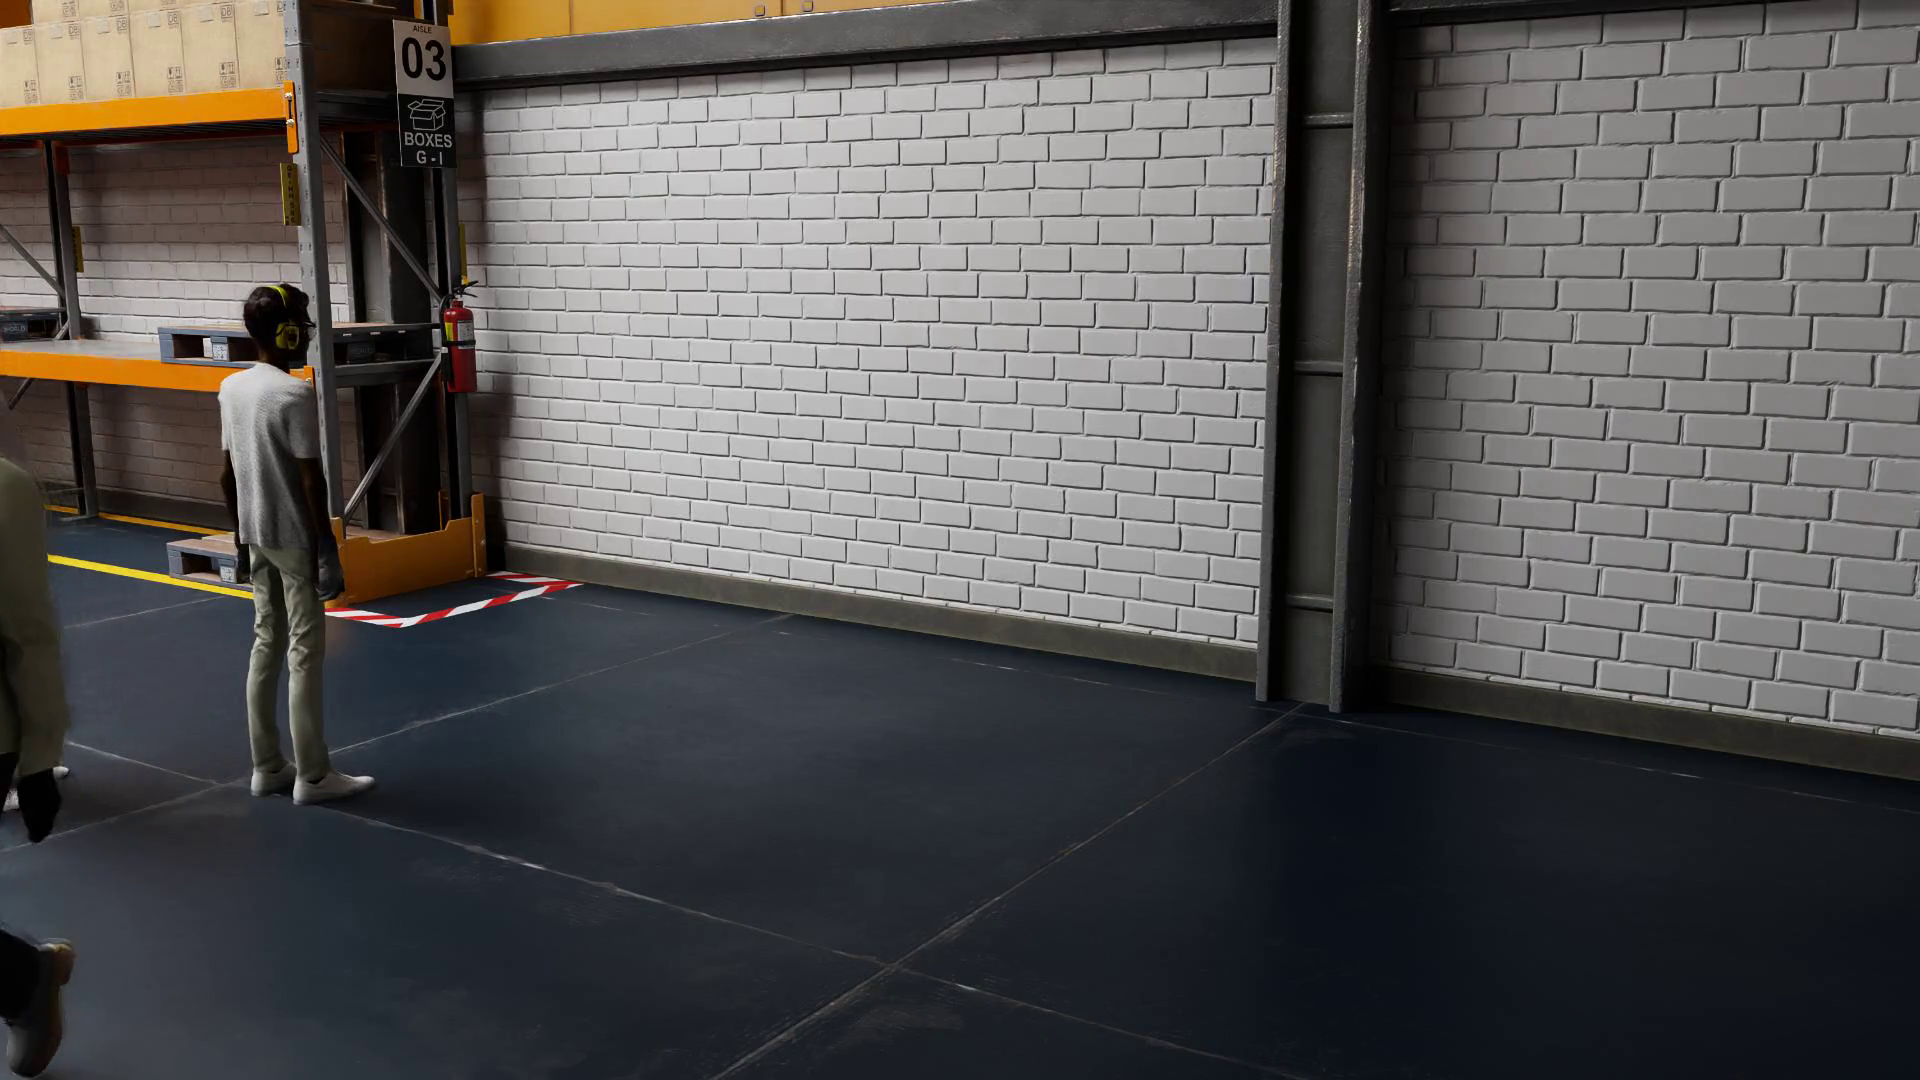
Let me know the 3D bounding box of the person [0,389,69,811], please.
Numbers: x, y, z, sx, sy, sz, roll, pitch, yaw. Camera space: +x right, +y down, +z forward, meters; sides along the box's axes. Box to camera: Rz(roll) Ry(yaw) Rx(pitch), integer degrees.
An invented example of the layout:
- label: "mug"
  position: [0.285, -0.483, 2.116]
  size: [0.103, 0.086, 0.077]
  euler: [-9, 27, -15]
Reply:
- label: "person"
  position: [-3.495, 0.025, 5.911]
  size: [0.402, 1.895, 0.653]
  euler: [-3, 11, -16]

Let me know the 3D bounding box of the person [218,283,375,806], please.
- label: "person"
  position: [-2.425, 0.020, 5.997]
  size: [0.533, 1.868, 0.310]
  euler: [6, 12, 30]

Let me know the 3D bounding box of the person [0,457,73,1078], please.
- label: "person"
  position: [-2.182, 0.416, 3.527]
  size: [0.622, 1.971, 0.866]
  euler: [1, 10, 5]
